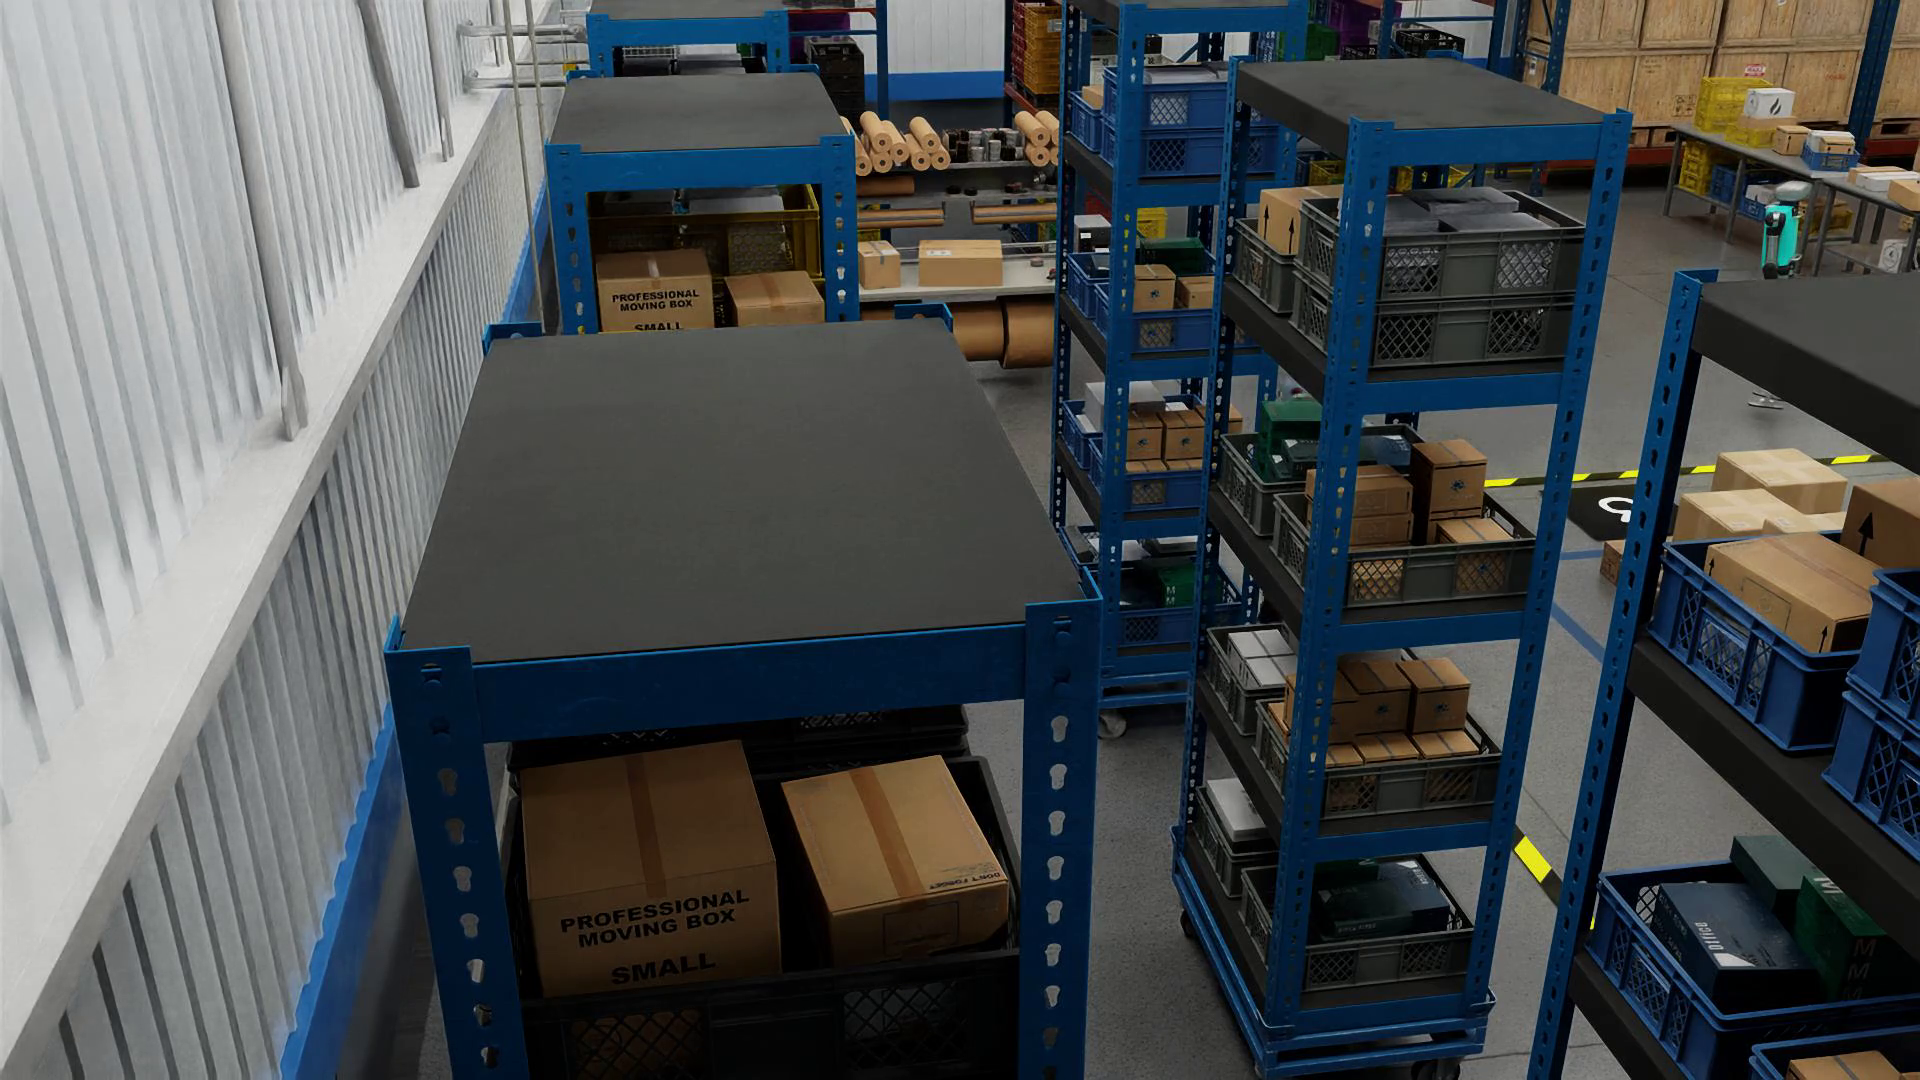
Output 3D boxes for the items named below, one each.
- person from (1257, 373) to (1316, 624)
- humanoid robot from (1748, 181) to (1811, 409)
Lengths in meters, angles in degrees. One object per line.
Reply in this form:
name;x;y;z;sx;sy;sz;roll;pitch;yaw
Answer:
person;1.672;0.077;8.300;0.370;1.808;0.699;-7;26;-16
humanoid robot;6.196;-1.771;12.236;0.735;1.672;0.533;17;30;32
